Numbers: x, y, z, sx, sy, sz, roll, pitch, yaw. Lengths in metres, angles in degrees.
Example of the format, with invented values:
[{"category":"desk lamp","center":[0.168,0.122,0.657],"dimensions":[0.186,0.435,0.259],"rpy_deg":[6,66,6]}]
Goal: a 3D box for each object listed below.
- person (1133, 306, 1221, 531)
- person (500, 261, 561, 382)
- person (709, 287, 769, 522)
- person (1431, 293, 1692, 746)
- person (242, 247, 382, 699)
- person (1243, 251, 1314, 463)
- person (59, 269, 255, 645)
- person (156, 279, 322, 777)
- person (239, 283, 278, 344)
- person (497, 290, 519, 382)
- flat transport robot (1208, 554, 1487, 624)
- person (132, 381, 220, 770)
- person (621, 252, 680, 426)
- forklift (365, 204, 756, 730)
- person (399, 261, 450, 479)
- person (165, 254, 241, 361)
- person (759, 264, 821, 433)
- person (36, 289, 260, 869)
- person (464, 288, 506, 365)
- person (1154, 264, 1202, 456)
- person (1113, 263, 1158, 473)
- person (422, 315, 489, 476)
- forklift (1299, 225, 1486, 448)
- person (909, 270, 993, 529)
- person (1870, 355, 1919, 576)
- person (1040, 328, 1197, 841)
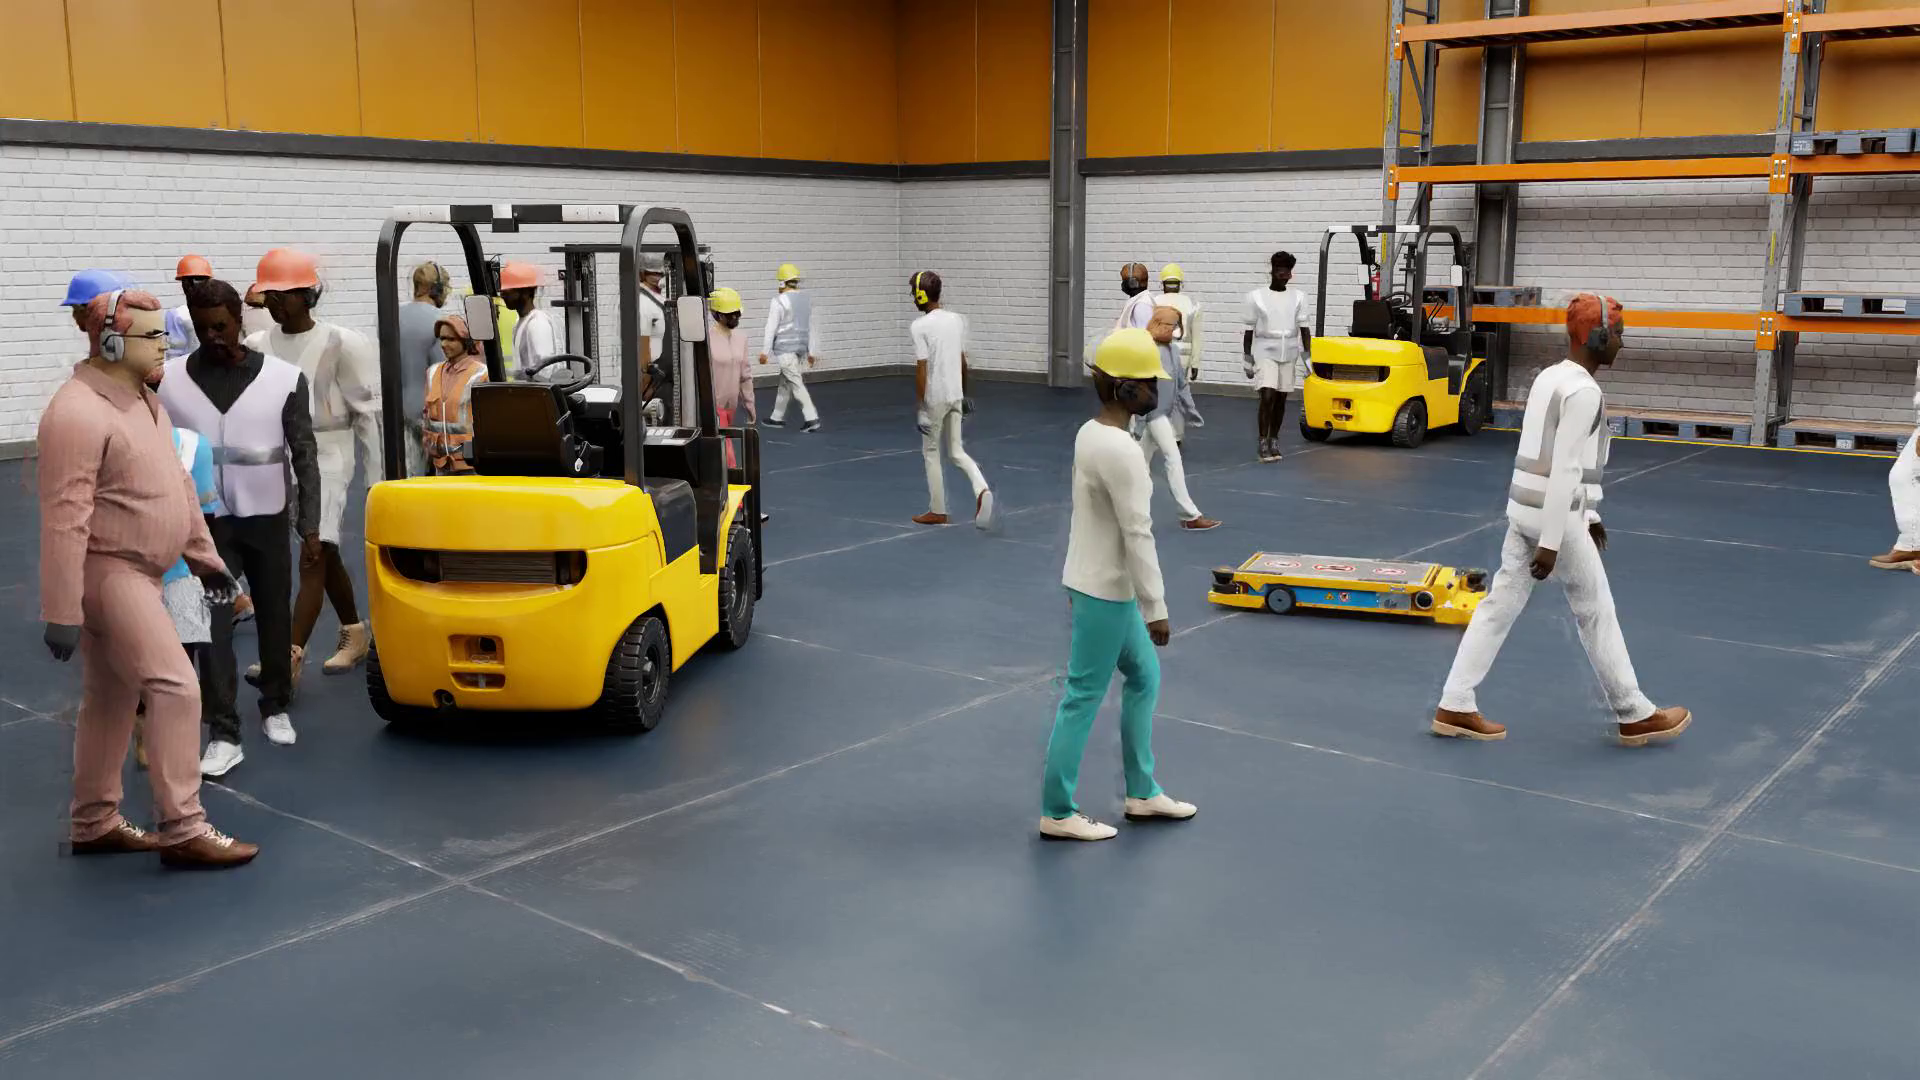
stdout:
[{"category":"person","center":[1.413,-0.859,11.737],"dimensions":[0.889,1.578,0.509],"rpy_deg":[4,11,23]},{"category":"person","center":[-2.724,-0.919,11.180],"dimensions":[0.761,1.911,0.546],"rpy_deg":[-5,11,-24]},{"category":"person","center":[-1.709,-0.963,11.970],"dimensions":[0.932,1.694,0.579],"rpy_deg":[6,12,31]},{"category":"person","center":[2.427,-0.070,6.685],"dimensions":[1.039,1.817,0.579],"rpy_deg":[0,10,-1]},{"category":"person","center":[-3.008,-0.298,7.469],"dimensions":[0.640,1.991,1.028],"rpy_deg":[3,11,15]},{"category":"person","center":[2.938,-1.668,15.258],"dimensions":[0.603,1.930,0.720],"rpy_deg":[-2,10,-9]},{"category":"person","center":[-4.104,-0.412,8.392],"dimensions":[0.987,1.902,0.622],"rpy_deg":[-1,10,-7]},{"category":"person","center":[-2.790,-0.057,6.442],"dimensions":[0.620,1.879,0.826],"rpy_deg":[-3,11,-15]},{"category":"person","center":[-6.708,-1.657,16.006],"dimensions":[0.506,1.632,0.268],"rpy_deg":[2,10,9]},{"category":"person","center":[-3.492,-1.153,12.754],"dimensions":[0.632,1.812,0.682],"rpy_deg":[3,11,16]},{"category":"flat transport robot","center":[2.152,0.251,9.214],"dimensions":[1.431,0.197,0.652],"rpy_deg":[4,11,21]},{"category":"person","center":[-2.996,0.116,6.112],"dimensions":[0.538,1.666,0.835],"rpy_deg":[-4,11,-23]},{"category":"person","center":[-2.499,-1.345,13.151],"dimensions":[0.740,2.000,0.702],"rpy_deg":[-1,10,-5]},{"category":"forklift","center":[-1.766,-0.406,7.525],"dimensions":[1.214,2.155,2.313],"rpy_deg":[1,10,7]},{"category":"person","center":[-3.266,-0.772,10.368],"dimensions":[0.653,1.890,0.933],"rpy_deg":[6,12,29]},{"category":"person","center":[-5.563,-1.125,12.235],"dimensions":[0.375,1.928,0.554],"rpy_deg":[8,13,39]},{"category":"person","center":[-1.803,-2.043,17.747],"dimensions":[0.942,1.790,0.590],"rpy_deg":[7,12,32]},{"category":"person","center":[-2.605,0.139,5.381],"dimensions":[0.769,1.878,0.677],"rpy_deg":[-2,10,-12]},{"category":"person","center":[-3.412,-0.946,11.770],"dimensions":[0.457,1.745,0.532],"rpy_deg":[-5,12,-27]},{"category":"person","center":[1.959,-1.721,15.900],"dimensions":[0.604,1.803,0.819],"rpy_deg":[-1,10,-6]},{"category":"person","center":[1.532,-1.499,14.570],"dimensions":[0.430,1.840,0.619],"rpy_deg":[0,10,2]},{"category":"person","center":[-2.697,-0.400,9.033],"dimensions":[0.513,1.639,0.307],"rpy_deg":[5,11,25]},{"category":"forklift","center":[4.449,-2.115,16.993],"dimensions":[1.214,2.155,2.313],"rpy_deg":[8,13,38]},{"category":"person","center":[-0.060,-0.966,11.639],"dimensions":[0.765,1.835,0.564],"rpy_deg":[10,14,43]},{"category":"person","center":[5.837,-0.697,10.036],"dimensions":[0.678,1.860,0.622],"rpy_deg":[5,11,25]},{"category":"person","center":[0.591,0.168,5.578],"dimensions":[0.719,1.735,0.543],"rpy_deg":[-1,10,-7]}]
